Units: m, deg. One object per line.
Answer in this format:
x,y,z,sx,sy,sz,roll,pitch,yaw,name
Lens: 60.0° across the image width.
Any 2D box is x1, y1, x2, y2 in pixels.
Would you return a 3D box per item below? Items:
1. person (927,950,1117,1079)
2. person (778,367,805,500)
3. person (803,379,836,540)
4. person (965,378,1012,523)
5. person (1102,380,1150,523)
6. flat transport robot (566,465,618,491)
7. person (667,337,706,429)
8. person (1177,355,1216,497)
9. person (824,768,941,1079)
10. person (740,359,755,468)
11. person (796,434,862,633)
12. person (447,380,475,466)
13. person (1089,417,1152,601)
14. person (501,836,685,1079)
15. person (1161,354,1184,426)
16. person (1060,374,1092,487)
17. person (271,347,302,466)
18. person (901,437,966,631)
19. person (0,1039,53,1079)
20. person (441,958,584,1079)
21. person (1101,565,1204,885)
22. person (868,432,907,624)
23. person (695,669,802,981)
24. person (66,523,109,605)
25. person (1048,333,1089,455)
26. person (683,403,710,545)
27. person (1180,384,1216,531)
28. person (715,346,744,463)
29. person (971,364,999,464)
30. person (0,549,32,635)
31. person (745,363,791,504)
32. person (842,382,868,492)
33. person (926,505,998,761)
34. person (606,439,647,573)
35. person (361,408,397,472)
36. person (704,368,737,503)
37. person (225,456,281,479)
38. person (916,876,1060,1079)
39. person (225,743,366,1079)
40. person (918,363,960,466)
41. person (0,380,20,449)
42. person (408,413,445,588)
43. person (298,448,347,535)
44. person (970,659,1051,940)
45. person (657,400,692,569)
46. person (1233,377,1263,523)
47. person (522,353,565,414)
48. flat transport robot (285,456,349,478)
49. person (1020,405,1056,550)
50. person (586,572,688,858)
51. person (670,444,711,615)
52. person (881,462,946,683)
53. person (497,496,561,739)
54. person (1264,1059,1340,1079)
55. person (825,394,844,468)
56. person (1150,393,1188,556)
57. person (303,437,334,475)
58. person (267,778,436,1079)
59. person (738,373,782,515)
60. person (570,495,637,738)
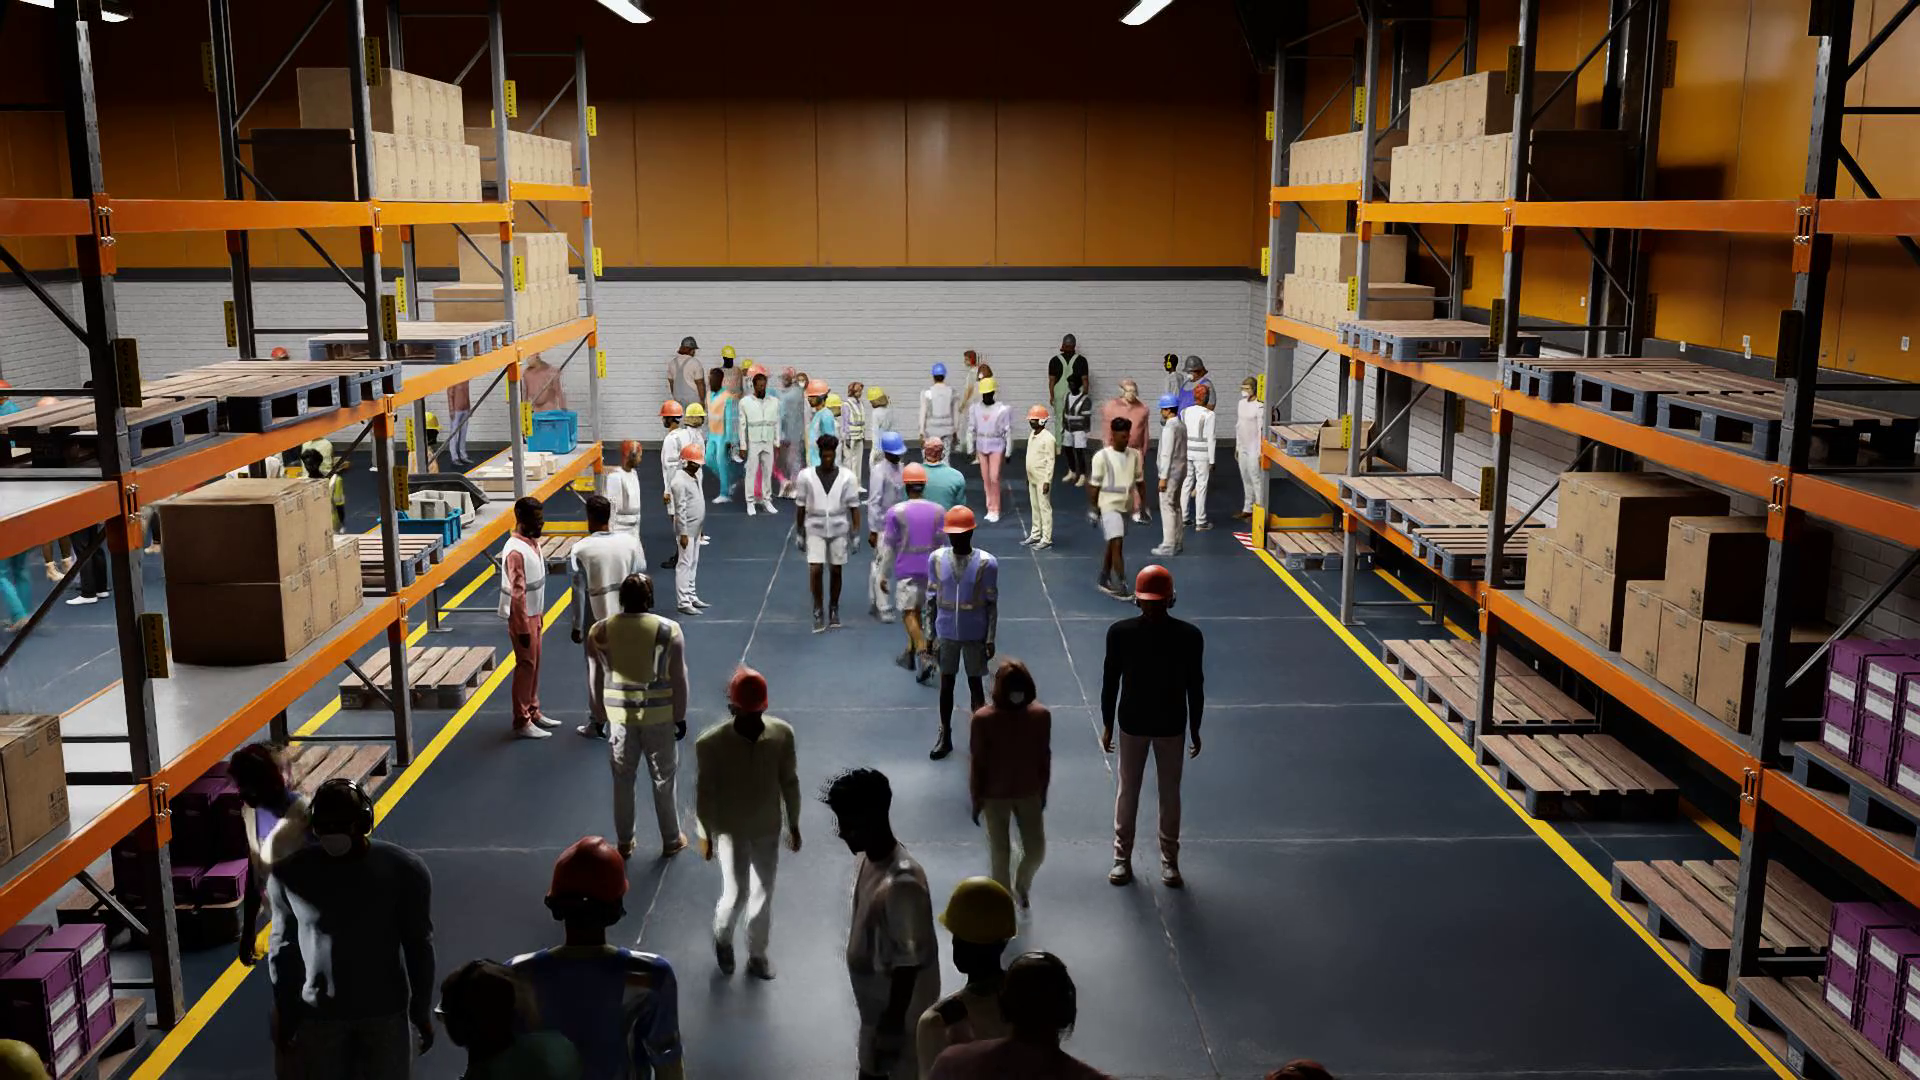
0.219,2.180,5.116,0.654,1.888,0.830,4,12,21,person
-2.389,-1.523,23.681,0.438,1.886,0.700,0,11,1,person
-1.720,-0.948,20.381,0.381,2.040,0.616,-3,12,-15,person
0.354,-1.179,21.888,0.589,1.902,0.684,5,12,24,person
2.203,-1.196,22.106,0.660,1.898,0.749,-1,11,-3,person
-5.351,-0.930,24.750,0.652,0.197,1.431,1,11,3,flat transport robot
-4.421,-2.333,27.331,0.673,2.000,0.536,7,13,30,person
3.327,-1.646,23.886,0.537,2.000,0.678,-5,12,-25,person
-0.223,1.850,6.605,0.581,1.943,0.810,-4,12,-17,person
-3.342,-2.022,26.538,0.320,1.738,0.484,0,11,-2,person
-1.267,-0.055,16.164,0.631,1.935,0.755,-2,11,-8,person
-8.043,-2.088,26.791,0.328,1.769,0.526,4,12,21,person
1.742,-0.329,17.547,0.635,1.921,0.940,-7,13,-33,person
-1.233,1.990,5.648,0.614,2.040,0.390,-1,11,-3,person
3.330,-1.984,26.056,0.346,1.858,0.506,8,14,36,person
1.737,-1.644,24.782,0.469,1.676,0.660,-10,15,-41,person
-10.462,-1.990,25.755,0.423,1.981,0.692,4,12,17,person
-0.255,-0.055,16.249,0.643,1.908,0.408,-1,11,-3,person
-2.477,2.307,4.486,0.632,1.871,0.854,1,11,4,person
-1.428,2.178,5.101,0.929,1.896,0.644,5,12,25,person
1.166,1.125,10.111,0.622,1.990,0.398,1,11,6,person
-0.723,-0.147,16.703,0.510,1.919,0.669,4,12,19,person
-1.104,1.514,8.824,0.563,1.734,0.389,-6,13,-28,person
-9.194,-0.278,17.338,0.392,1.917,0.589,1,11,5,person
1.827,-2.447,27.901,0.673,2.000,0.535,2,11,8,person
-3.243,-0.820,20.491,0.295,1.743,0.492,-1,11,-5,person
3.059,-1.064,21.397,0.353,1.877,0.573,-9,15,-39,person
-3.744,-2.187,26.915,0.592,1.918,0.400,-8,14,-35,person
0.399,-2.012,26.747,0.509,1.632,0.269,8,14,36,person
-9.242,-0.007,16.174,0.431,1.843,0.536,4,12,20,person
-2.718,-1.469,23.157,0.583,1.974,0.633,7,13,33,person
-1.527,-1.473,24.052,0.313,1.630,0.517,7,13,30,person
0.005,0.693,12.417,0.551,1.937,0.357,3,12,12,person
-3.384,-0.078,16.498,0.504,1.859,0.660,3,12,15,person
-9.124,-2.027,26.082,0.590,1.926,0.388,-7,13,-32,person
-3.366,-1.466,23.310,0.442,1.908,0.614,-9,14,-38,person
-7.301,-0.224,17.277,0.561,1.836,0.395,-11,16,-43,person
0.081,2.053,5.617,0.587,1.930,0.356,-9,15,-40,person
-3.001,1.764,7.380,0.593,1.796,0.782,10,15,42,person
-0.322,-1.571,23.801,0.625,1.921,0.649,-3,12,-14,person
-13.263,-1.355,23.137,0.563,1.755,0.322,8,14,34,person
-5.803,-0.435,18.143,0.407,1.917,0.583,-3,12,-14,person
-6.637,-0.145,17.258,0.540,1.679,0.526,-3,12,-13,person
0.293,1.462,9.365,0.505,1.622,0.343,-3,12,-14,person
-3.270,-0.636,19.078,0.359,1.939,0.543,2,12,11,person
3.834,-1.184,21.864,0.384,1.929,0.633,-4,12,-20,person
-6.758,-2.165,26.929,0.666,1.867,0.519,5,12,23,person
-9.969,-1.116,25.682,0.652,0.197,1.431,-1,11,-5,flat transport robot
0.947,-0.766,20.190,0.327,1.753,0.563,-5,12,-23,person
-2.026,1.113,10.553,0.624,1.844,0.430,0,11,1,person
-2.733,-0.116,16.959,0.338,1.742,0.562,2,11,9,person
-0.369,0.282,14.588,0.599,1.900,0.899,-5,12,-23,person
-3.382,0.602,12.957,0.405,1.909,0.597,-1,11,-3,person
0.875,2.298,4.504,0.586,1.882,0.340,8,14,35,person
-1.648,-1.010,21.443,0.323,1.743,0.489,-7,13,-31,person
2.516,-0.786,19.861,0.420,1.932,0.619,5,12,23,person
-7.490,-0.612,19.416,0.526,1.760,0.335,8,14,34,person
-2.378,1.862,6.551,0.627,1.941,0.371,-2,11,-9,person
-2.707,-1.301,22.470,0.598,1.915,0.375,-7,13,-30,person
-2.763,0.599,12.976,0.407,1.909,0.593,10,15,42,person
